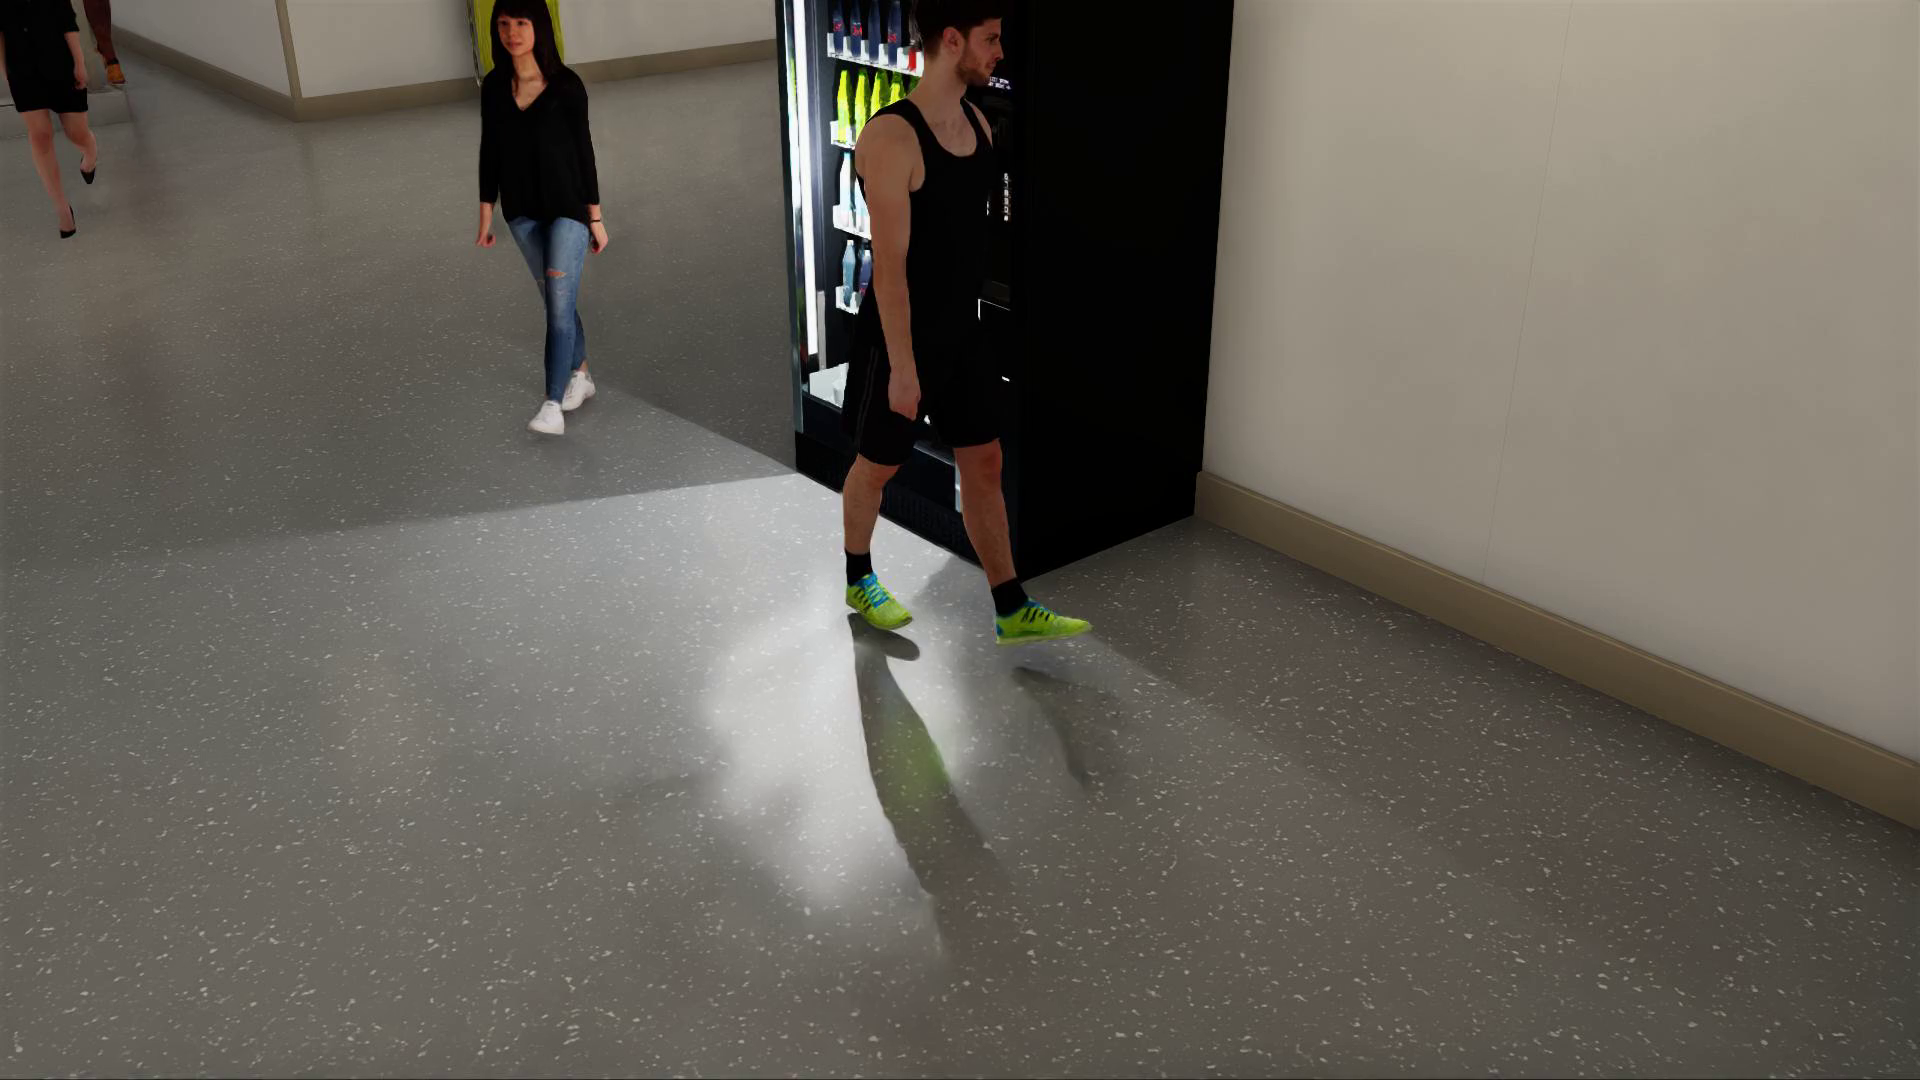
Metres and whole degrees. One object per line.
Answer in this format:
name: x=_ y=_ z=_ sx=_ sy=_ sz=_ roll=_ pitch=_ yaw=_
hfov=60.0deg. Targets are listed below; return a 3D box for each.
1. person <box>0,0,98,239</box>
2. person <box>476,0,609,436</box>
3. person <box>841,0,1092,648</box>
person: x=-4.783 y=-2.458 z=8.727 sx=0.803 sy=1.677 sz=0.975 roll=-7 pitch=27 yaw=-14
person: x=-1.526 y=-1.252 z=6.286 sx=0.966 sy=1.624 sz=0.968 roll=6 pitch=26 yaw=13
person: x=-0.169 y=-0.583 z=4.643 sx=1.136 sy=1.848 sz=0.904 roll=20 pitch=32 yaw=35
